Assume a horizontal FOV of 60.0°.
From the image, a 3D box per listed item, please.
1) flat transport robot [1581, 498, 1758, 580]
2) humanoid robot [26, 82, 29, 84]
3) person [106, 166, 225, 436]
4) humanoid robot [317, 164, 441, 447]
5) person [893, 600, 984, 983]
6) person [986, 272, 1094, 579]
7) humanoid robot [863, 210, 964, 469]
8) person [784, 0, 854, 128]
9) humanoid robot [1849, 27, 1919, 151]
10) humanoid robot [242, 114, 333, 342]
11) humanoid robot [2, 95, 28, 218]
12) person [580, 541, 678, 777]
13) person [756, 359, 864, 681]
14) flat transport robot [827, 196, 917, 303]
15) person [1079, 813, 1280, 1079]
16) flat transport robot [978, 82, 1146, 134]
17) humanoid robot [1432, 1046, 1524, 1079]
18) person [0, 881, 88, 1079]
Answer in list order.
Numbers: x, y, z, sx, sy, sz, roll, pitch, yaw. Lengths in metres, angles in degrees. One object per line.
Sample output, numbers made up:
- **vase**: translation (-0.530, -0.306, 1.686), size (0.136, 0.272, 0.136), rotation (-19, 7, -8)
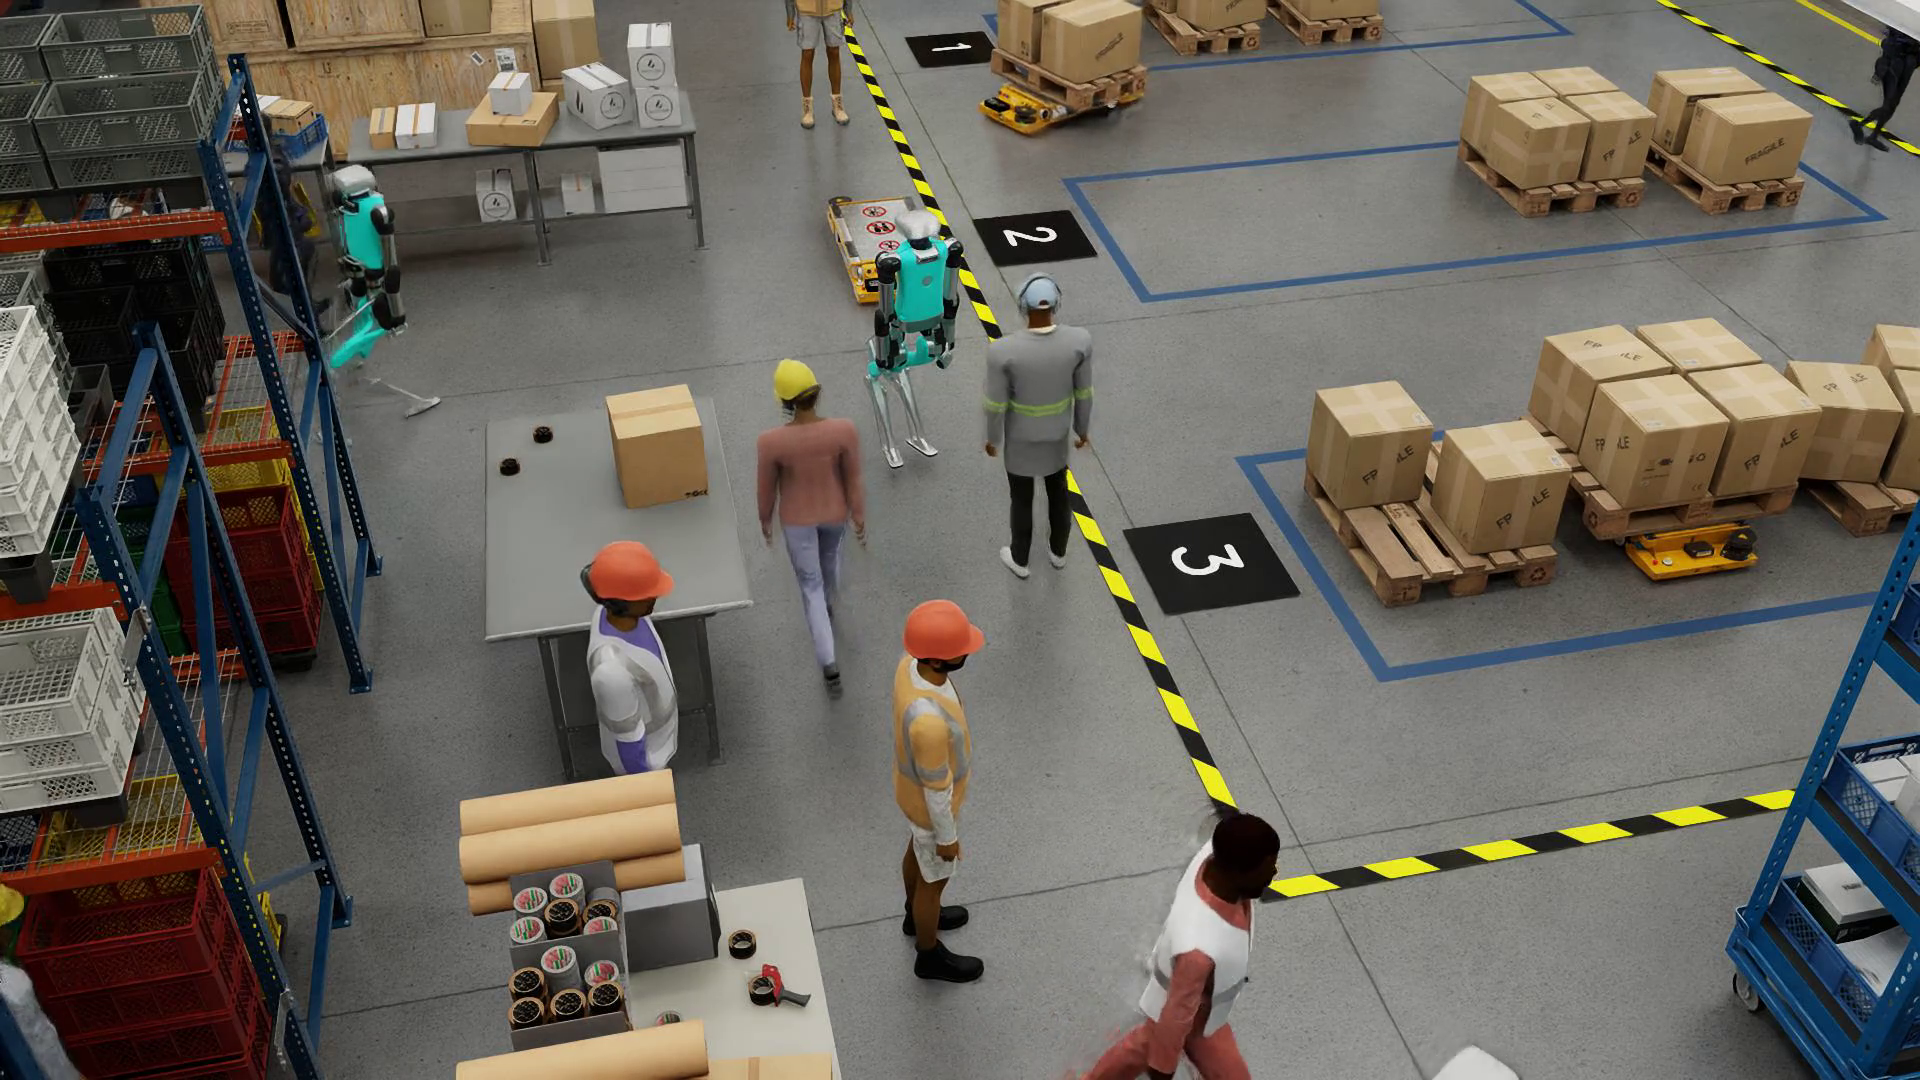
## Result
- **flat transport robot**: translation (4.062, -0.294, 9.926), size (0.652, 0.197, 1.431), rotation (-8, 37, -10)
- **humanoid robot**: translation (-7.278, -3.497, 12.910), size (0.735, 1.677, 0.533), rotation (-18, 40, -23)
- **person**: translation (-4.934, -1.494, 10.250), size (0.338, 1.837, 0.504), rotation (-29, 45, -33)
- **humanoid robot**: translation (-3.797, -1.337, 10.165), size (0.530, 1.777, 1.025), rotation (28, 45, 32)
- **person**: translation (-0.090, 1.020, 6.784), size (0.358, 1.939, 0.542), rotation (-6, 37, -8)
- **person**: translation (0.418, -0.623, 9.064), size (0.596, 1.850, 0.395), rotation (-9, 38, -12)
- **humanoid robot**: translation (-0.349, -1.253, 9.897), size (0.533, 1.674, 0.735), rotation (-18, 40, -23)
- **person**: translation (-1.193, -4.540, 14.168), size (0.606, 2.048, 0.366), rotation (-8, 37, -11)
- **humanoid robot**: translation (7.839, -4.048, 13.816), size (0.605, 1.646, 0.365), rotation (-16, 39, -20)
- **humanoid robot**: translation (-4.498, -2.069, 11.156), size (0.405, 1.648, 0.584), rotation (-29, 46, -33)
- **humanoid robot**: translation (-6.923, -2.787, 12.148), size (0.629, 1.642, 0.605), rotation (-9, 38, -12)
- **person**: translation (-1.302, 0.844, 6.936), size (0.369, 2.043, 0.607), rotation (-4, 37, -6)
- **person**: translation (-0.748, -0.116, 8.494), size (0.533, 1.721, 0.888), rotation (-11, 38, -14)
- **flat transport robot**: translation (-0.570, -2.220, 12.538), size (0.659, 0.231, 1.431), rotation (-8, 37, -10)
- **person**: translation (0.868, 1.653, 6.004), size (1.025, 1.857, 0.596), rotation (8, 37, 11)
- **flat transport robot**: translation (0.924, -4.001, 14.908), size (1.431, 0.197, 0.652), rotation (-25, 43, -29)
- **humanoid robot**: translation (1.334, 2.183, 5.400), size (0.914, 1.768, 0.531), rotation (27, 44, 31)
- **person**: translation (-3.315, 1.858, 5.844), size (0.588, 1.707, 0.533), rotation (11, 38, 14)
